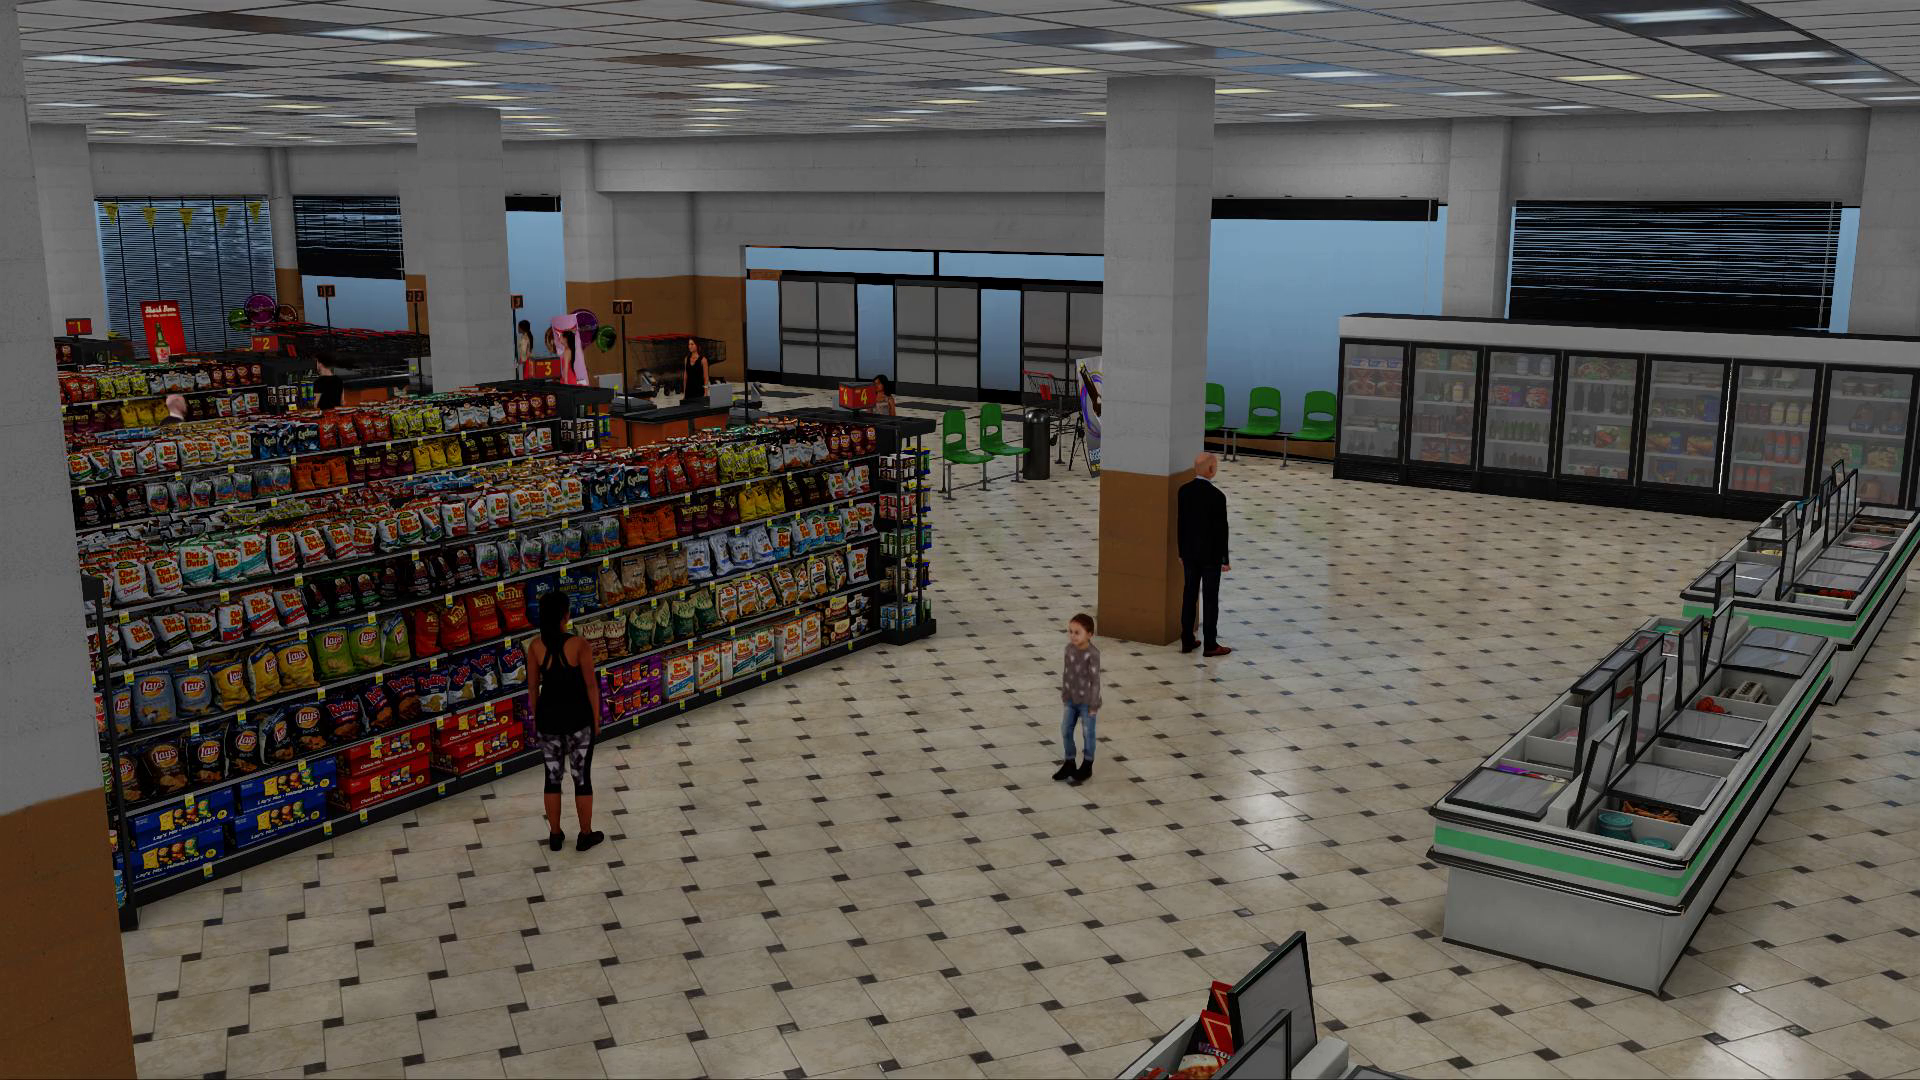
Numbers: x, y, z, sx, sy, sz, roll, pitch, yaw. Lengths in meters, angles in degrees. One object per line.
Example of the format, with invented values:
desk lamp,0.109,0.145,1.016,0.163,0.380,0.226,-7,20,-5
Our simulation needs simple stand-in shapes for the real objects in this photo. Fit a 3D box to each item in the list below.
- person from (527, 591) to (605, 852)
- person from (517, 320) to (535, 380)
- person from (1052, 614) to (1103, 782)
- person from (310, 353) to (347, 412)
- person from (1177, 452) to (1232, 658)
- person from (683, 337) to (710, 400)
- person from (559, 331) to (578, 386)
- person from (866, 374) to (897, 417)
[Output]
person,-2.443,1.104,10.265,0.656,1.659,0.667,1,12,4
person,-7.582,-2.983,29.381,0.876,1.780,0.872,1,12,3
person,0.878,1.079,11.530,0.524,1.187,0.558,10,16,41
person,-8.409,-1.566,22.422,0.893,1.874,0.868,3,12,12
person,2.131,0.117,14.608,0.707,1.800,0.632,11,16,43
person,-4.042,-2.203,25.546,0.616,1.834,0.580,5,13,24
person,-6.508,-2.651,27.978,0.904,1.710,0.877,0,12,-1
person,-1.048,-1.384,22.119,0.689,1.643,0.602,5,13,22
